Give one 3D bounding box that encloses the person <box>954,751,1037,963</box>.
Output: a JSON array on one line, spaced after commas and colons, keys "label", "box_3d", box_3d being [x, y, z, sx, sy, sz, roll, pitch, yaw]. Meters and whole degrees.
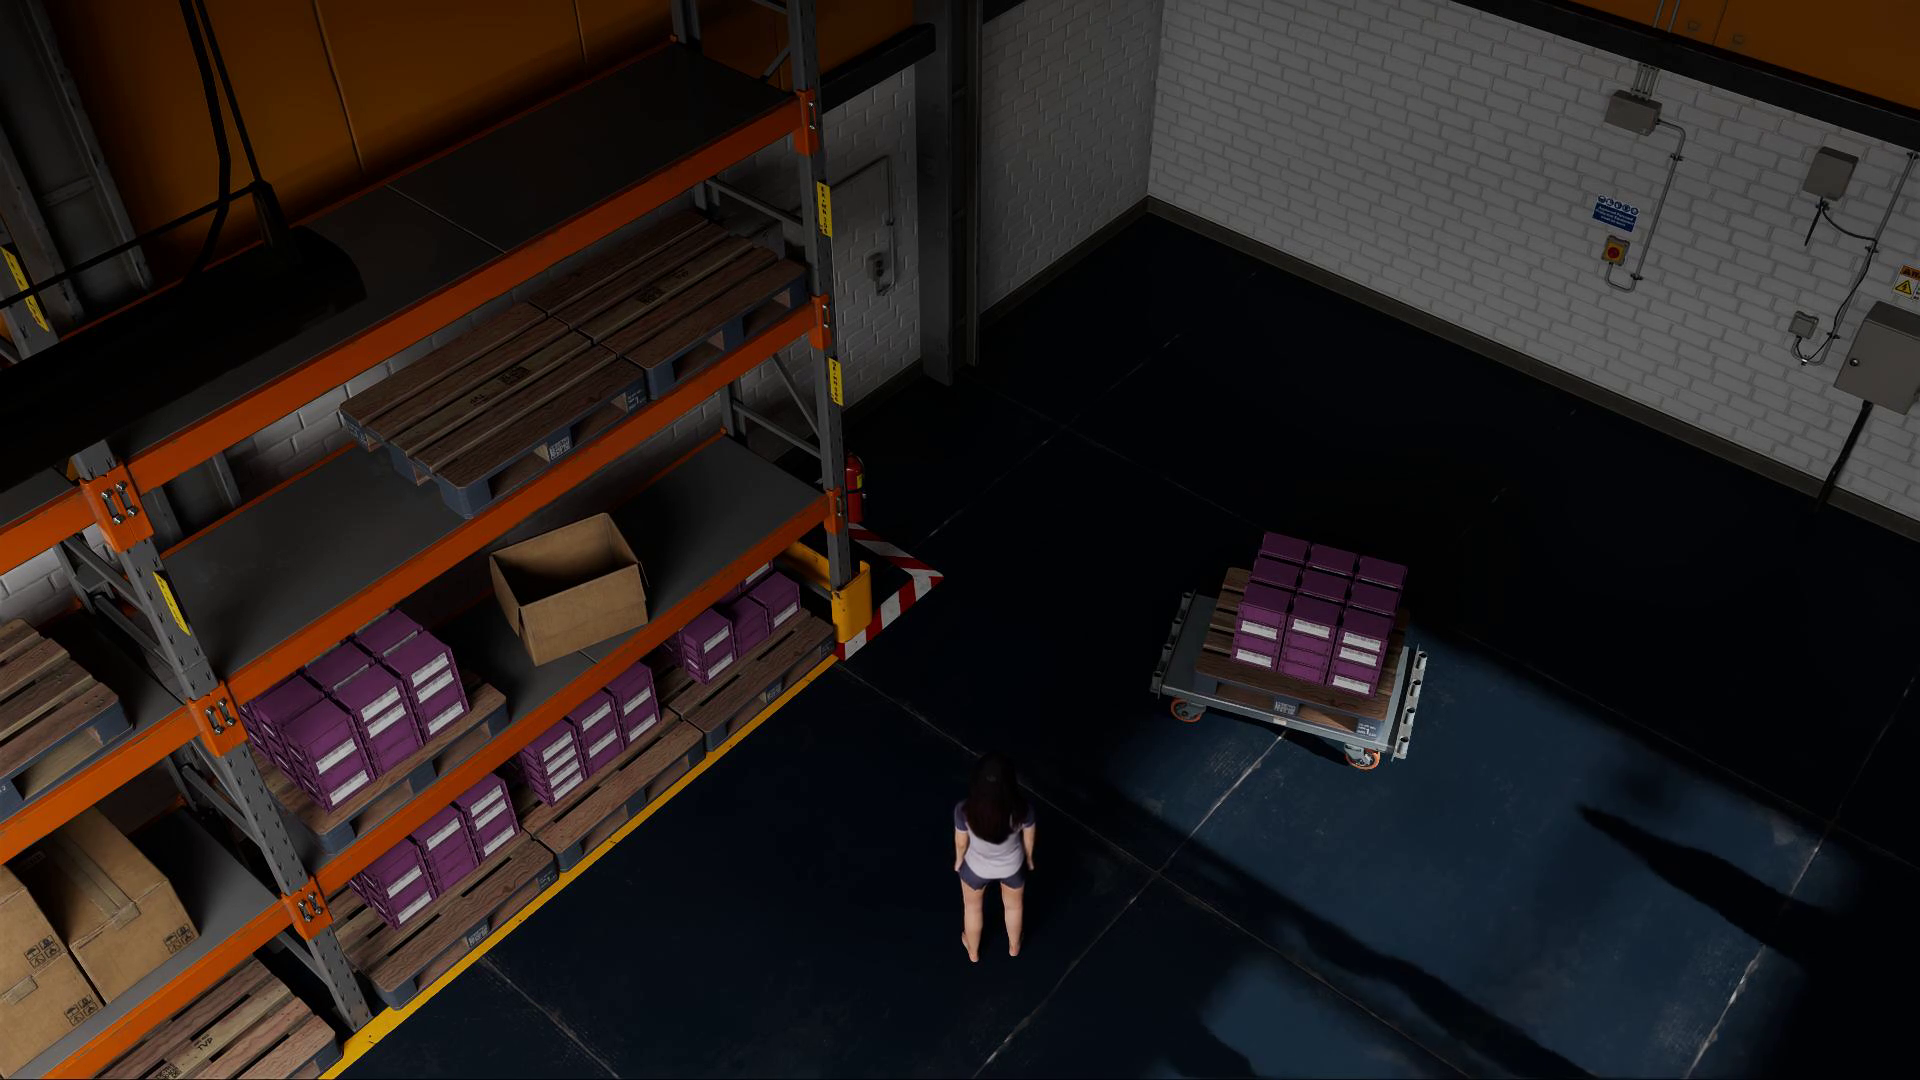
[{"label": "person", "box_3d": [0.178, 1.748, 9.119, 0.665, 1.706, 0.724, -3, 44, -4]}]
